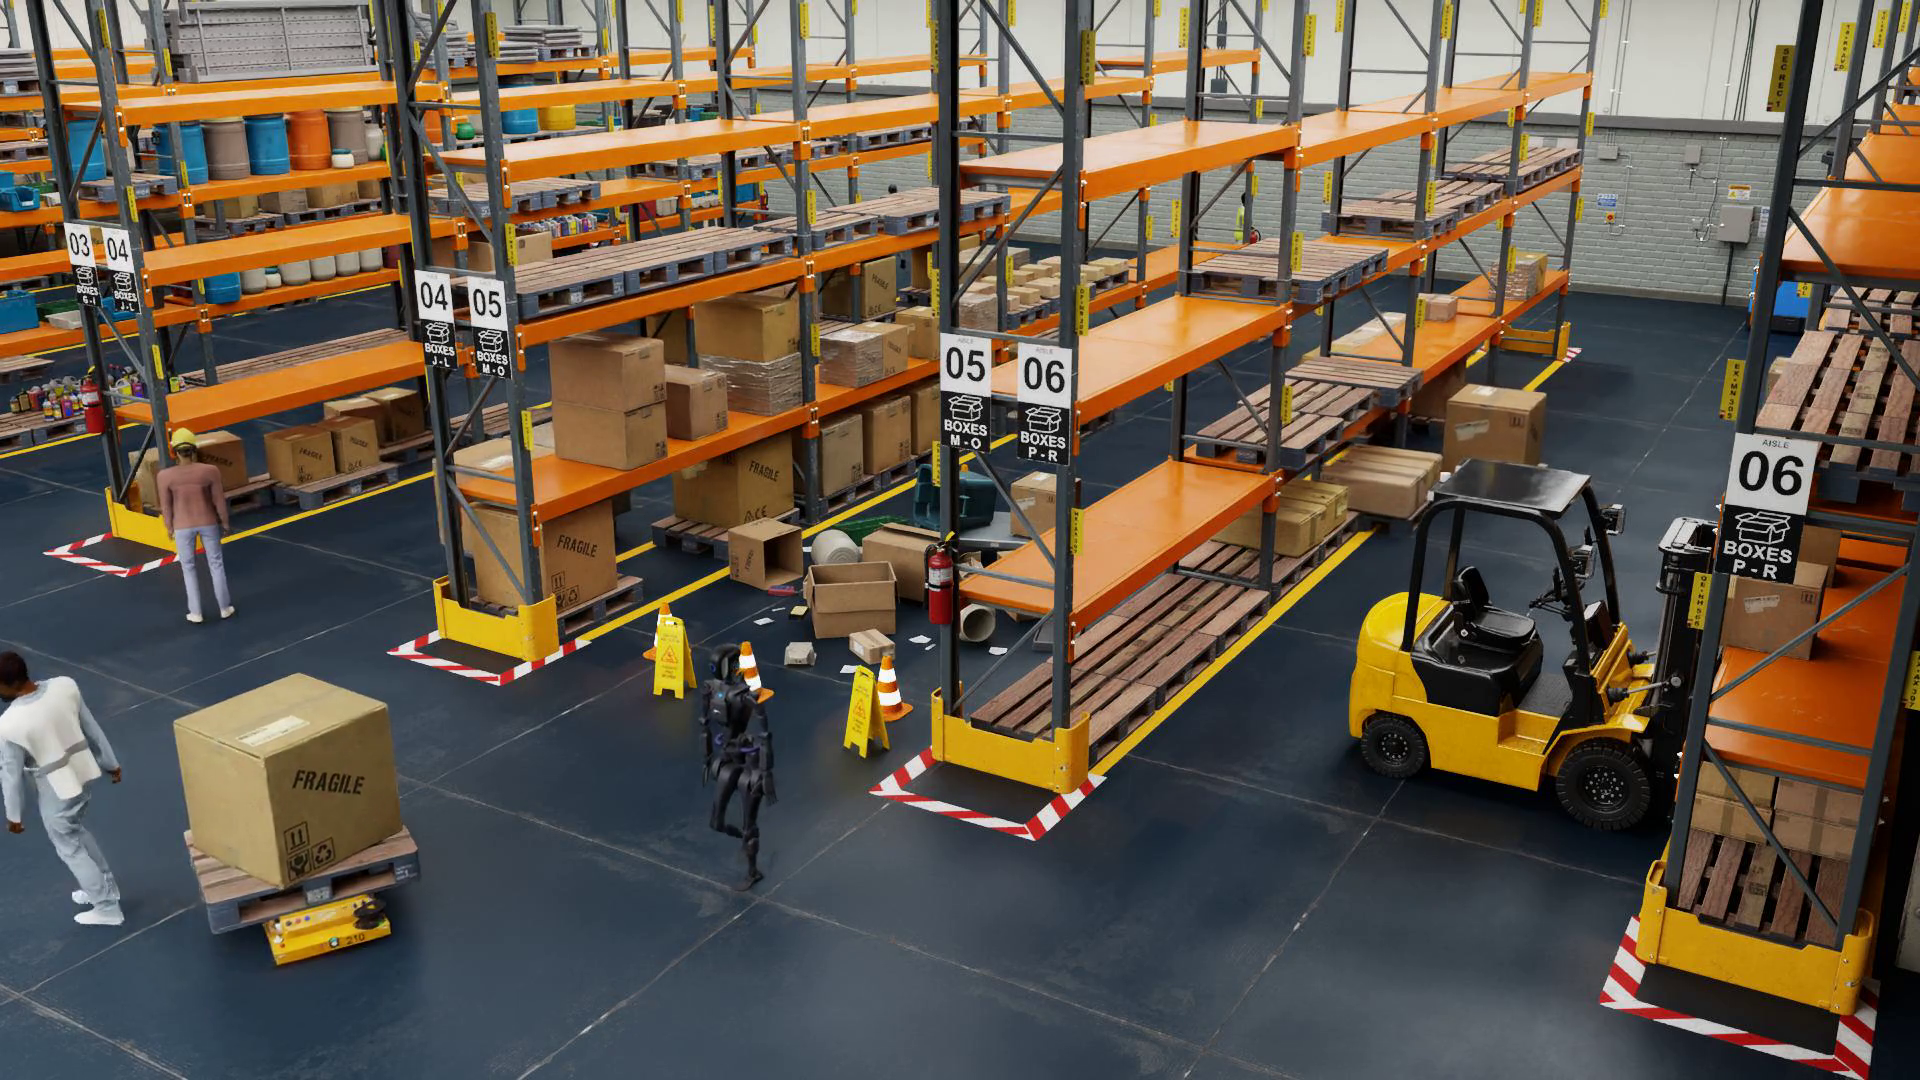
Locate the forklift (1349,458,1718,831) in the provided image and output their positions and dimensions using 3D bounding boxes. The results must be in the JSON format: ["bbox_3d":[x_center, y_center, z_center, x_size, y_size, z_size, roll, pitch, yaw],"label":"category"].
[{"bbox_3d":[3.988,0.658,11.776,2.313,2.155,1.214,11,22,29],"label":"forklift"}]

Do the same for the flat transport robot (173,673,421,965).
[{"bbox_3d":[-4.077,2.157,10.379,0.659,0.231,1.431,-11,22,-29],"label":"flat transport robot"}]

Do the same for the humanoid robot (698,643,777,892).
[{"bbox_3d":[-1.350,1.395,10.439,0.610,1.645,0.406,12,22,31],"label":"humanoid robot"}]

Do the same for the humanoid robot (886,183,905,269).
[{"bbox_3d":[-1.272,-5.930,31.605,0.586,1.648,0.500,-9,21,-25],"label":"humanoid robot"}]

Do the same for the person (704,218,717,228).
[{"bbox_3d":[-5.240,-7.063,34.867,0.489,1.688,0.352,-6,20,-17],"label":"person"}]

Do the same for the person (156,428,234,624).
[{"bbox_3d":[-6.762,-0.131,14.721,0.527,1.757,0.342,-11,22,-28],"label":"person"}]

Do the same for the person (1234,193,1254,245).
[{"bbox_3d":[5.177,-5.512,30.381,0.319,1.687,0.538,-1,19,-4],"label":"person"}]

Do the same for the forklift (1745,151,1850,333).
[{"bbox_3d":[13.620,-4.667,26.137,1.873,2.768,1.129,11,22,29],"label":"forklift"}]

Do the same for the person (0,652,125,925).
[{"bbox_3d":[-5.381,1.482,9.892,0.537,1.863,0.692,3,19,8],"label":"person"}]
